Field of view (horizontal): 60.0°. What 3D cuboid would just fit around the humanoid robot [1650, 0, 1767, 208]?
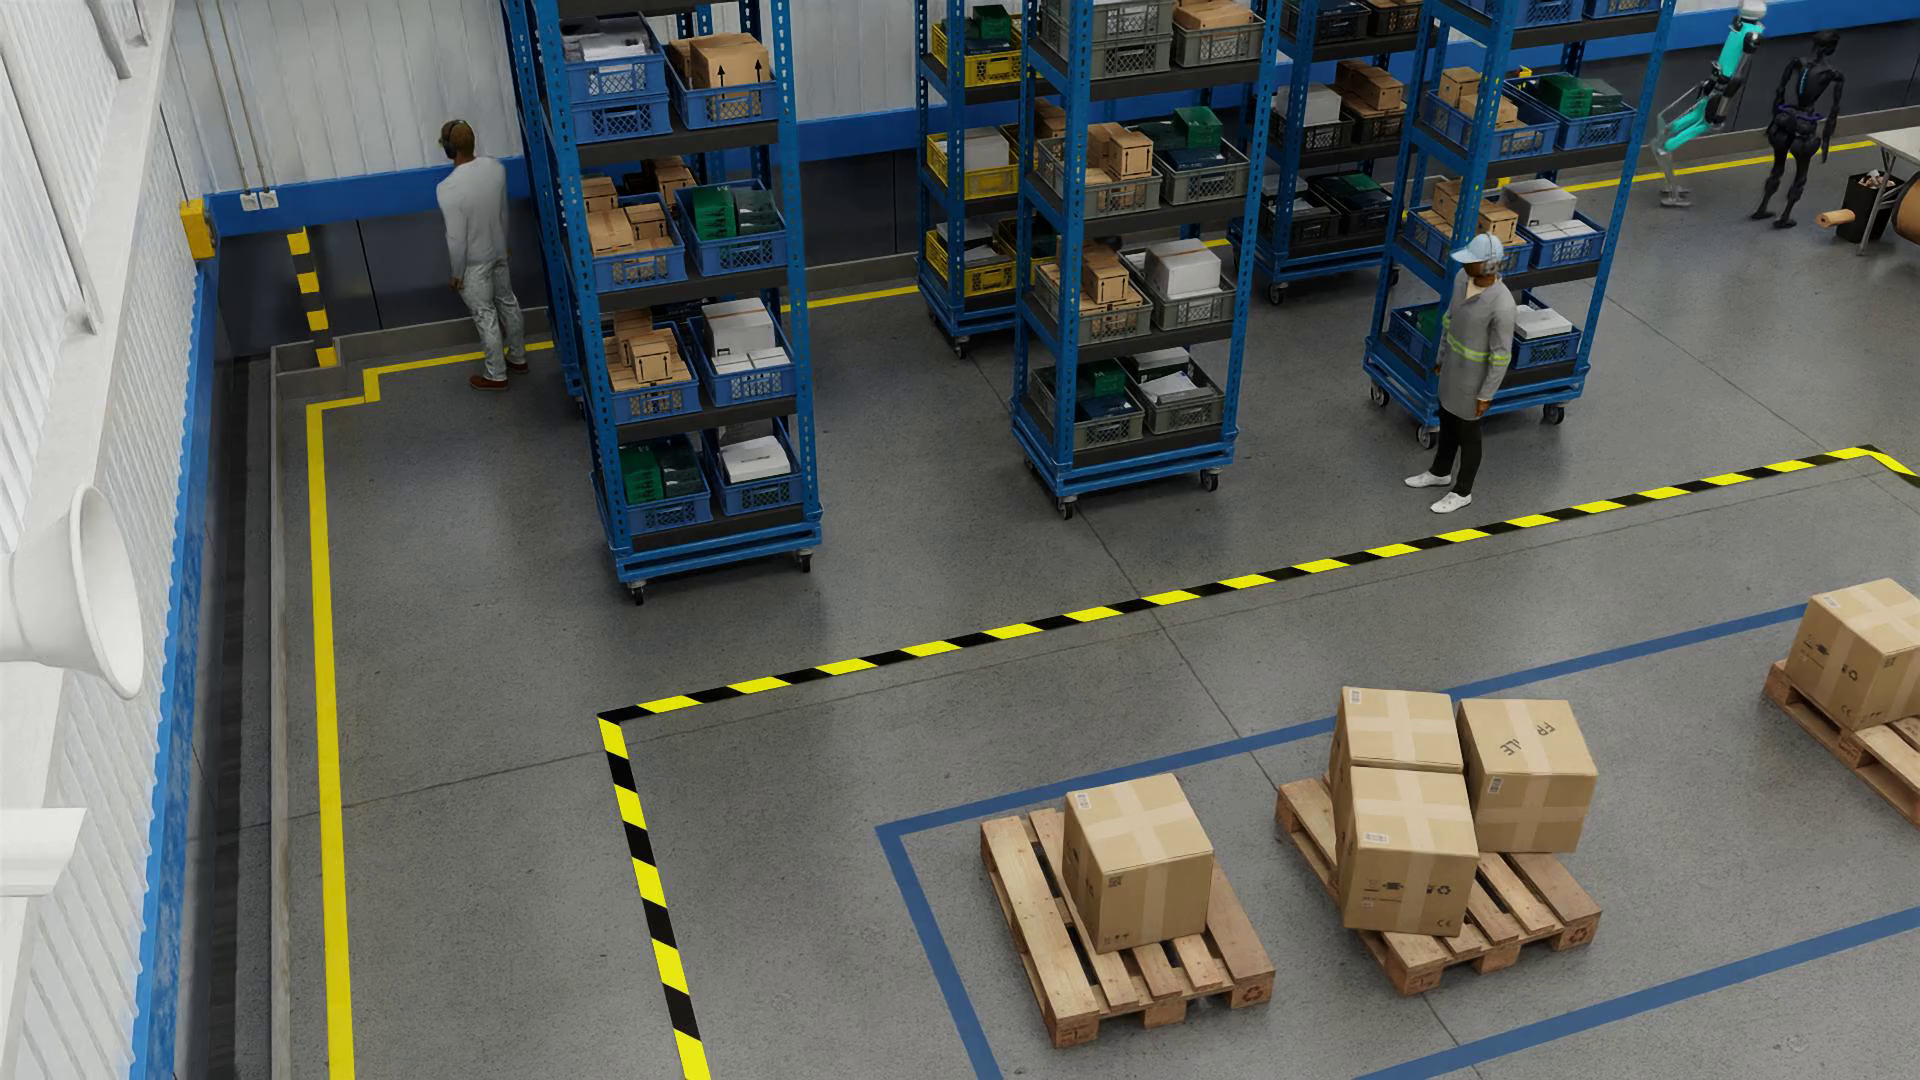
[{"bbox_3d":[6.157,-3.655,13.925,0.746,1.734,0.534,5,35,7],"label":"humanoid robot"}]

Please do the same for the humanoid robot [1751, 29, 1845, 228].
[{"bbox_3d":[6.848,-3.357,13.586,0.339,1.652,0.590,-20,40,-26],"label":"humanoid robot"}]

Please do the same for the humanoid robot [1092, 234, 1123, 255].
[{"bbox_3d":[0.839,-1.560,11.051,0.571,1.635,0.589,-9,36,-13],"label":"humanoid robot"}]

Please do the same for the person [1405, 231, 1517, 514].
[{"bbox_3d":[3.051,-1.014,10.119,0.397,1.850,0.596,-9,36,-13],"label":"person"}]

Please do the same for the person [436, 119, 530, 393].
[{"bbox_3d":[-3.270,-1.930,11.344,0.362,1.938,0.634,14,37,18],"label":"person"}]
